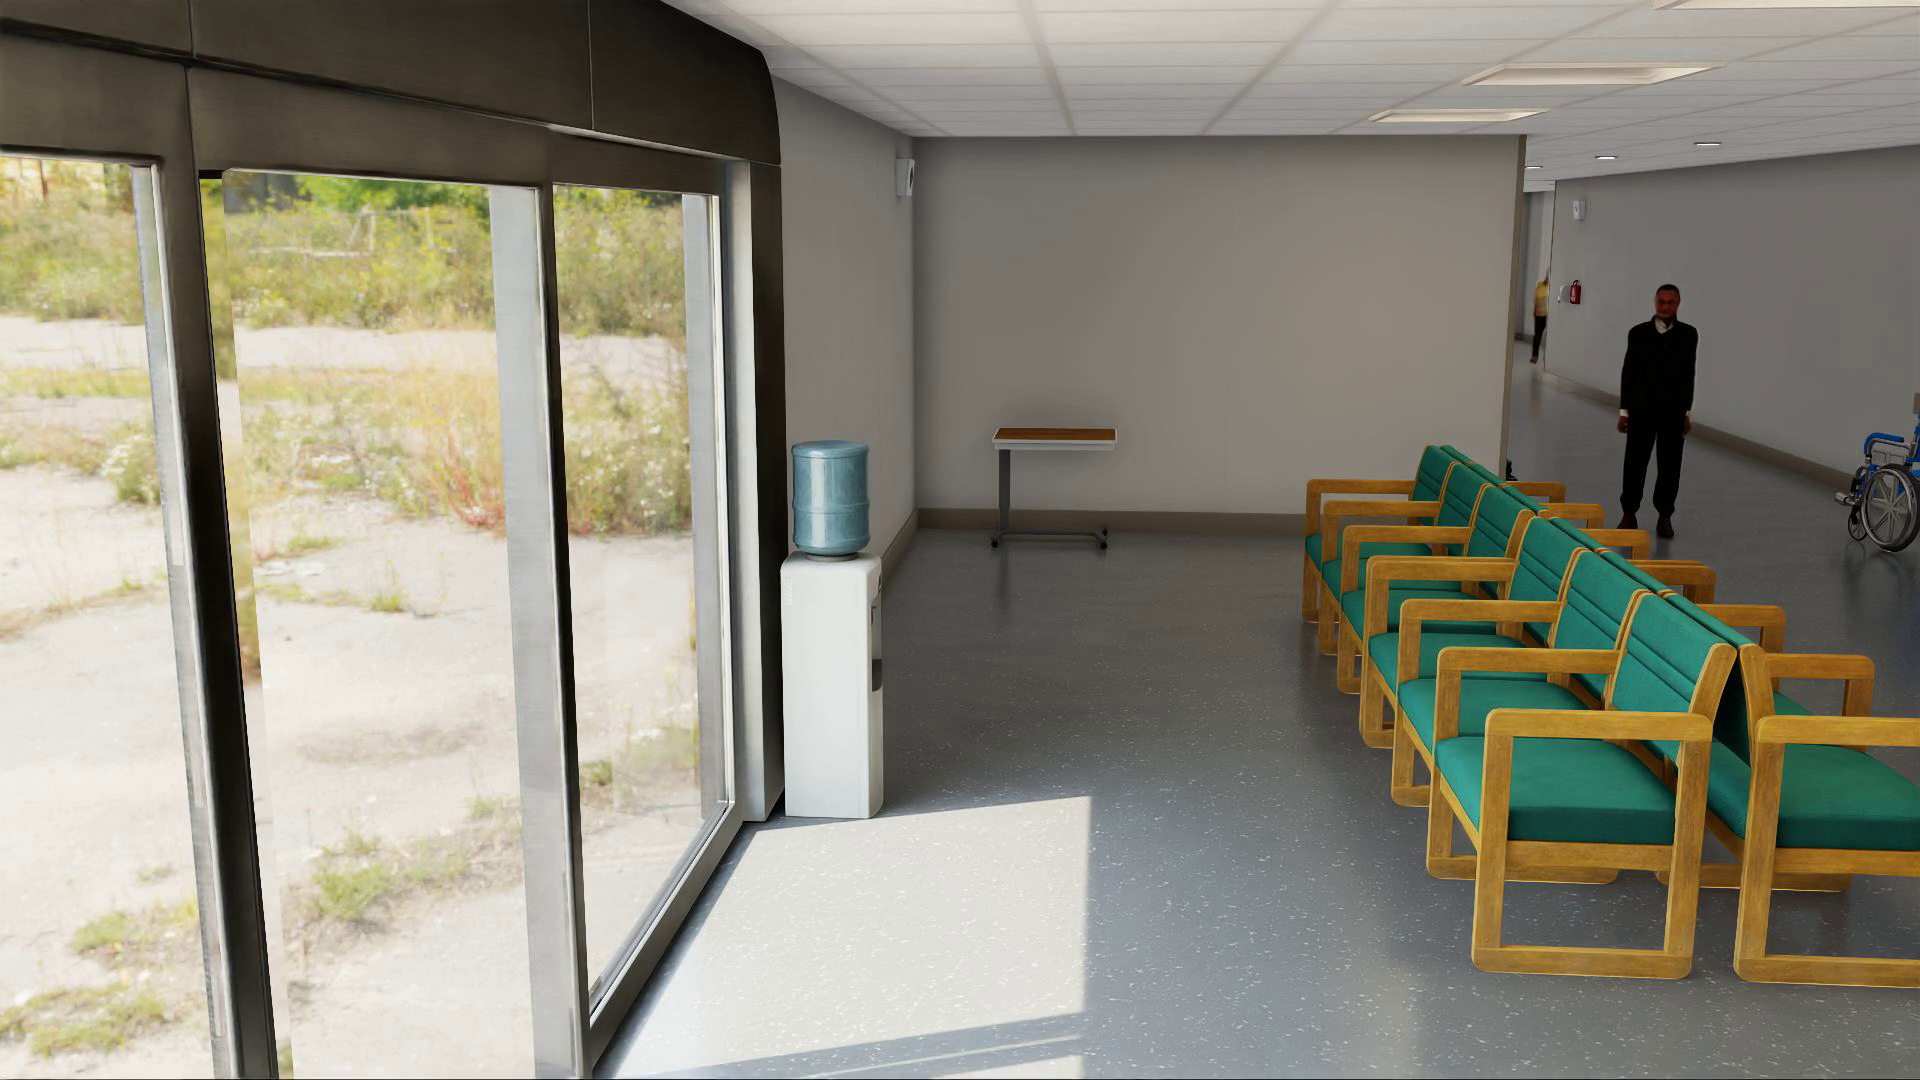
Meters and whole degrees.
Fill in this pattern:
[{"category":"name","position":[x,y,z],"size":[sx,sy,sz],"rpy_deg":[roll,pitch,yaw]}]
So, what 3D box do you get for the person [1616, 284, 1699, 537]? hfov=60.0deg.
[{"category":"person","position":[5.316,-0.993,12.683],"size":[0.668,1.904,0.817],"rpy_deg":[5,12,23]}]
